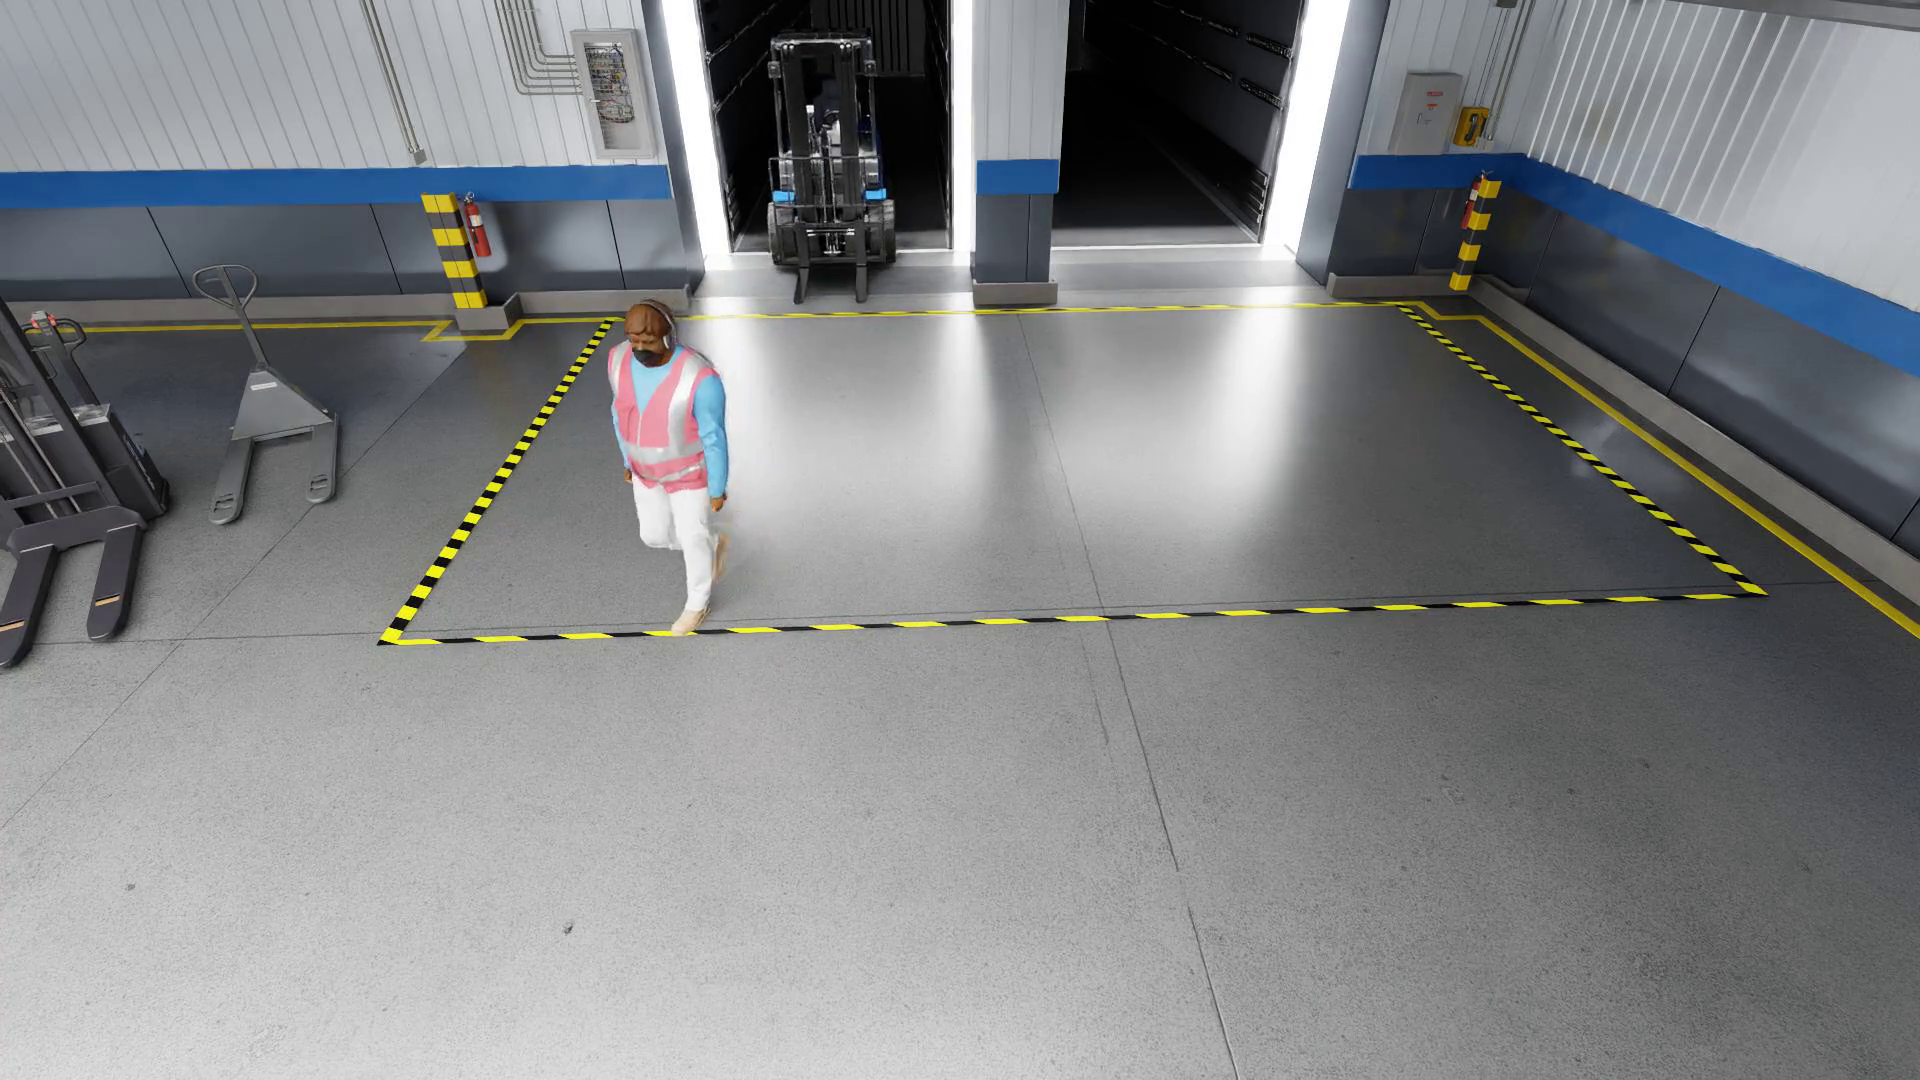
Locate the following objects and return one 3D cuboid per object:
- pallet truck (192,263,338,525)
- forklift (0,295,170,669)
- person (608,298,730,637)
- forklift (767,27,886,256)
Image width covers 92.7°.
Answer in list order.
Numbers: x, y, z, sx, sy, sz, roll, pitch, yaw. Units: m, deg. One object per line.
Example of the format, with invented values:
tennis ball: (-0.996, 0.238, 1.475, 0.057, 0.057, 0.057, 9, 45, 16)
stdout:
pallet truck: (-4.778, -1.027, 6.128, 0.680, 1.201, 1.601, -17, 38, -23)
forklift: (-5.212, -0.618, 4.878, 0.823, 1.965, 1.885, -20, 39, -26)
person: (-1.415, -0.368, 4.671, 0.642, 1.824, 0.630, 14, 37, 19)
forklift: (-1.419, -4.428, 10.006, 1.157, 2.036, 2.680, -3, 35, -4)
